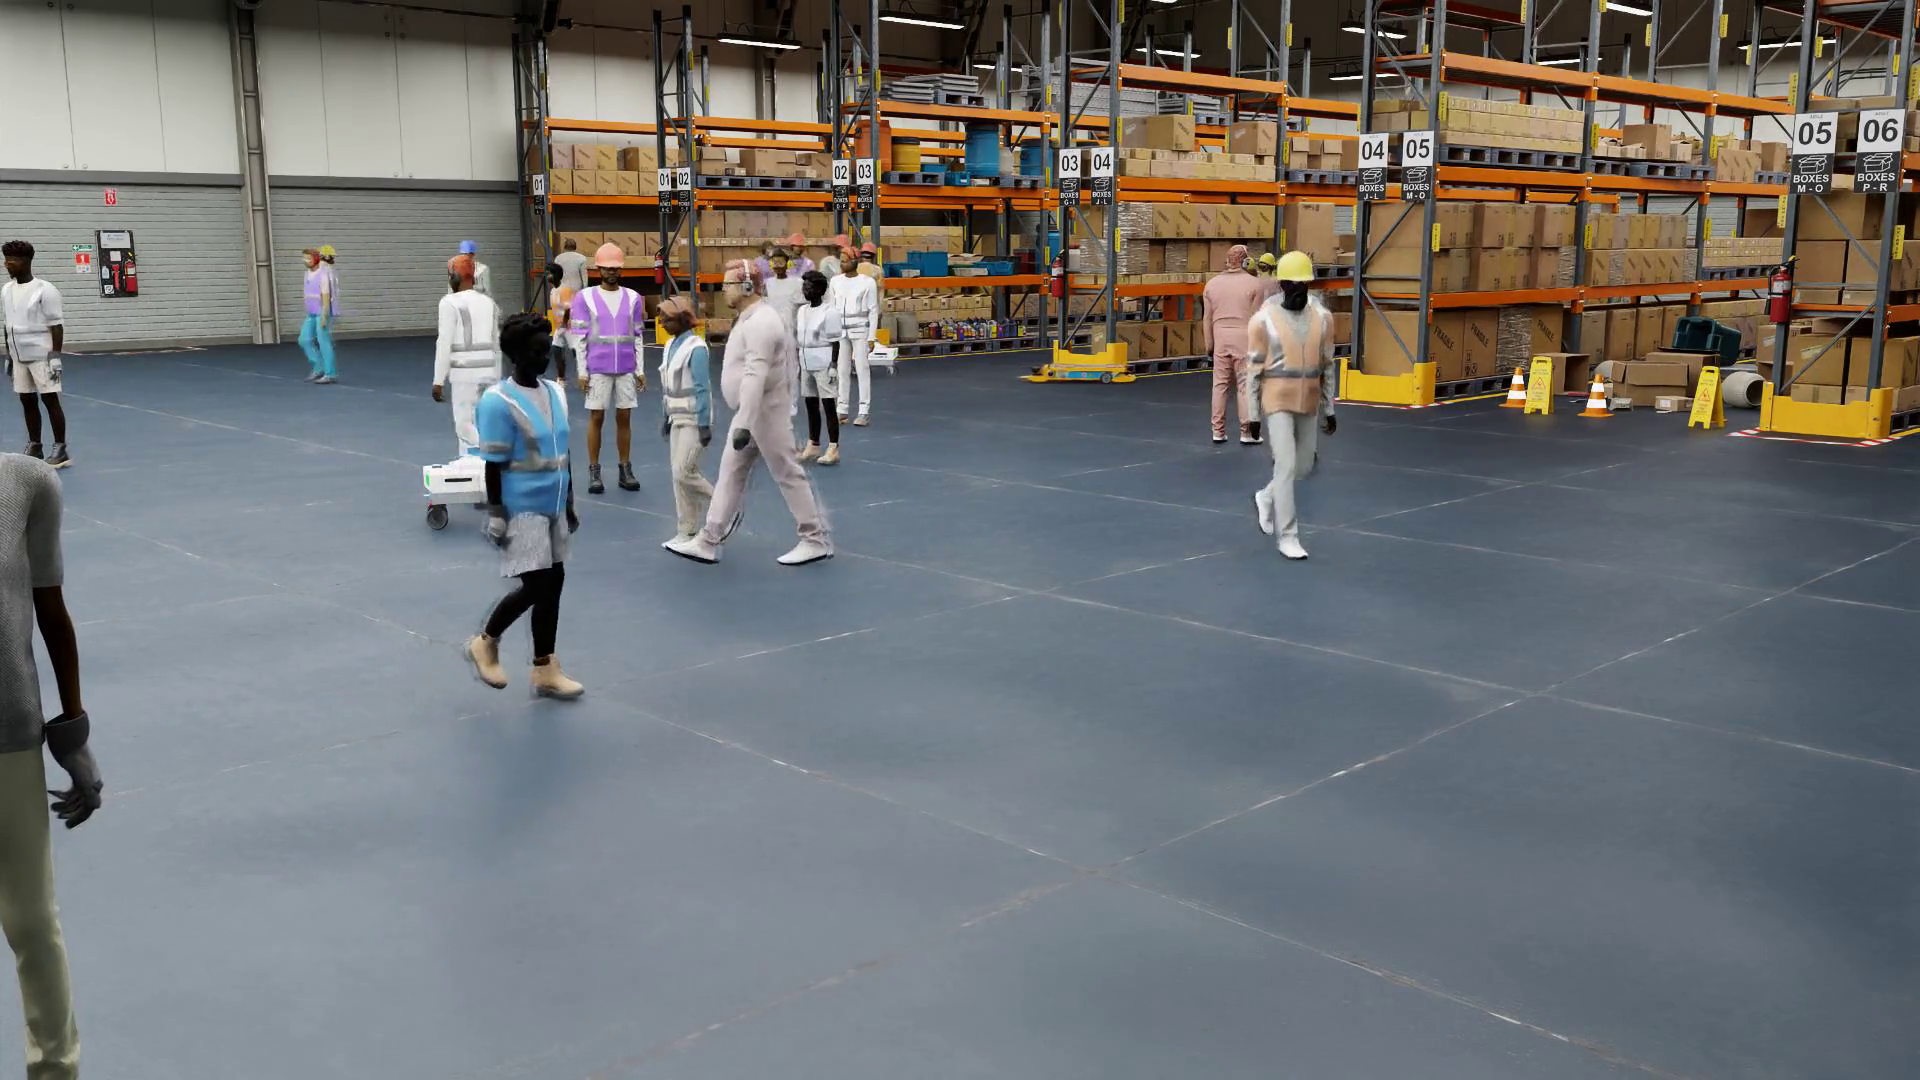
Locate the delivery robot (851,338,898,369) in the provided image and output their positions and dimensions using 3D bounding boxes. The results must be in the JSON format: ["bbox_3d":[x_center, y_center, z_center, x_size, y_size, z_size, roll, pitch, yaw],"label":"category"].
[{"bbox_3d":[-1.237,-2.640,23.741,0.707,0.478,0.477,1,10,3],"label":"delivery robot"}]

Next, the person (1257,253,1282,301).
[{"bbox_3d":[4.007,-2.872,21.839,0.523,1.769,0.313,7,13,35],"label":"person"}]

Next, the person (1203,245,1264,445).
[{"bbox_3d":[2.673,-1.885,16.071,0.636,1.911,0.404,7,12,34],"label":"person"}]

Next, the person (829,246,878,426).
[{"bbox_3d":[-1.143,-2.158,17.631,0.575,1.882,0.360,5,12,27],"label":"person"}]

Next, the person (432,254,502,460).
[{"bbox_3d":[-3.591,-1.198,12.468,0.805,1.862,0.651,4,11,23],"label":"person"}]

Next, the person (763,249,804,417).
[{"bbox_3d":[-1.948,-2.262,18.308,0.524,1.843,0.775,2,11,10],"label":"person"}]

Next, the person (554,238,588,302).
[{"bbox_3d":[-7.613,-4.941,32.649,0.631,1.940,0.372,-1,10,-6],"label":"person"}]

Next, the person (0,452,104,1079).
[{"bbox_3d":[-2.078,0.456,3.462,0.519,1.857,0.318,-8,13,-37],"label":"person"}]

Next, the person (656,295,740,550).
[{"bbox_3d":[-1.709,-0.742,10.603,0.416,1.625,0.528,-6,12,-28],"label":"person"}]

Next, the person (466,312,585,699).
[{"bbox_3d":[-1.869,-0.141,7.177,0.401,1.685,0.535,4,11,21],"label":"person"}]

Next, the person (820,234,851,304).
[{"bbox_3d":[-1.879,-3.711,25.726,0.619,2.013,0.565,-9,14,-41],"label":"person"}]

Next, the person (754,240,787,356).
[{"bbox_3d":[-3.089,-3.946,27.307,0.830,1.909,0.640,8,13,38],"label":"person"}]

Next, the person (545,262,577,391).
[{"bbox_3d":[-4.993,-2.758,21.502,0.708,1.659,0.546,-8,13,-37],"label":"person"}]

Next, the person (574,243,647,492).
[{"bbox_3d":[-2.738,-1.351,13.092,0.560,1.932,0.381,-6,12,-28],"label":"person"}]

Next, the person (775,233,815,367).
[{"bbox_3d":[-2.475,-3.631,25.264,0.661,2.021,0.811,-5,12,-26],"label":"person"}]

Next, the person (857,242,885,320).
[{"bbox_3d":[-1.371,-3.354,24.085,0.567,1.902,0.611,2,11,10],"label":"person"}]

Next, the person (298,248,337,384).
[{"bbox_3d":[-8.725,-3.026,22.512,0.600,1.825,0.521,9,14,41],"label":"person"}]

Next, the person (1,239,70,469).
[{"bbox_3d":[-8.009,-1.600,14.357,0.613,1.963,0.362,4,11,19],"label":"person"}]

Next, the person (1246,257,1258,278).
[{"bbox_3d":[3.971,-3.006,22.771,0.615,1.705,0.504,-10,14,-42],"label":"person"}]

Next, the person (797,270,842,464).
[{"bbox_3d":[-1.254,-1.519,14.648,0.319,1.695,0.538,-10,14,-43],"label":"person"}]

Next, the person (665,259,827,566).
[{"bbox_3d":[-1.272,-0.753,10.035,0.988,1.852,0.655,-4,11,-20],"label":"person"}]

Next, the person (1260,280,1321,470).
[{"bbox_3d":[2.895,-1.520,14.415,0.617,1.782,0.818,7,12,32],"label":"person"}]

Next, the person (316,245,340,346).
[{"bbox_3d":[-11.513,-4.449,30.297,0.425,1.814,0.618,-8,13,-36],"label":"person"}]

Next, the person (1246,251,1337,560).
[{"bbox_3d":[2.060,-0.874,10.554,0.587,1.907,0.759,-4,11,-20],"label":"person"}]

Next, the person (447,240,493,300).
[{"bbox_3d":[-7.261,-3.436,24.507,0.635,1.918,0.777,3,11,14],"label":"person"}]

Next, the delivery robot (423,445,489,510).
[{"bbox_3d":[-3.383,-0.418,11.622,0.707,0.478,0.477,-3,11,-17],"label":"delivery robot"}]

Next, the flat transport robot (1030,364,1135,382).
[{"bbox_3d":[1.692,-2.312,22.980,1.431,0.197,0.652,1,10,3],"label":"flat transport robot"}]

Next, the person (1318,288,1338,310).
[{"bbox_3d":[7.426,-4.960,33.623,0.372,1.624,0.512,-10,14,-44],"label":"person"}]

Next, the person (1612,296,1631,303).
[{"bbox_3d":[13.087,-4.972,32.842,0.542,1.931,0.376,10,14,42],"label":"person"}]
